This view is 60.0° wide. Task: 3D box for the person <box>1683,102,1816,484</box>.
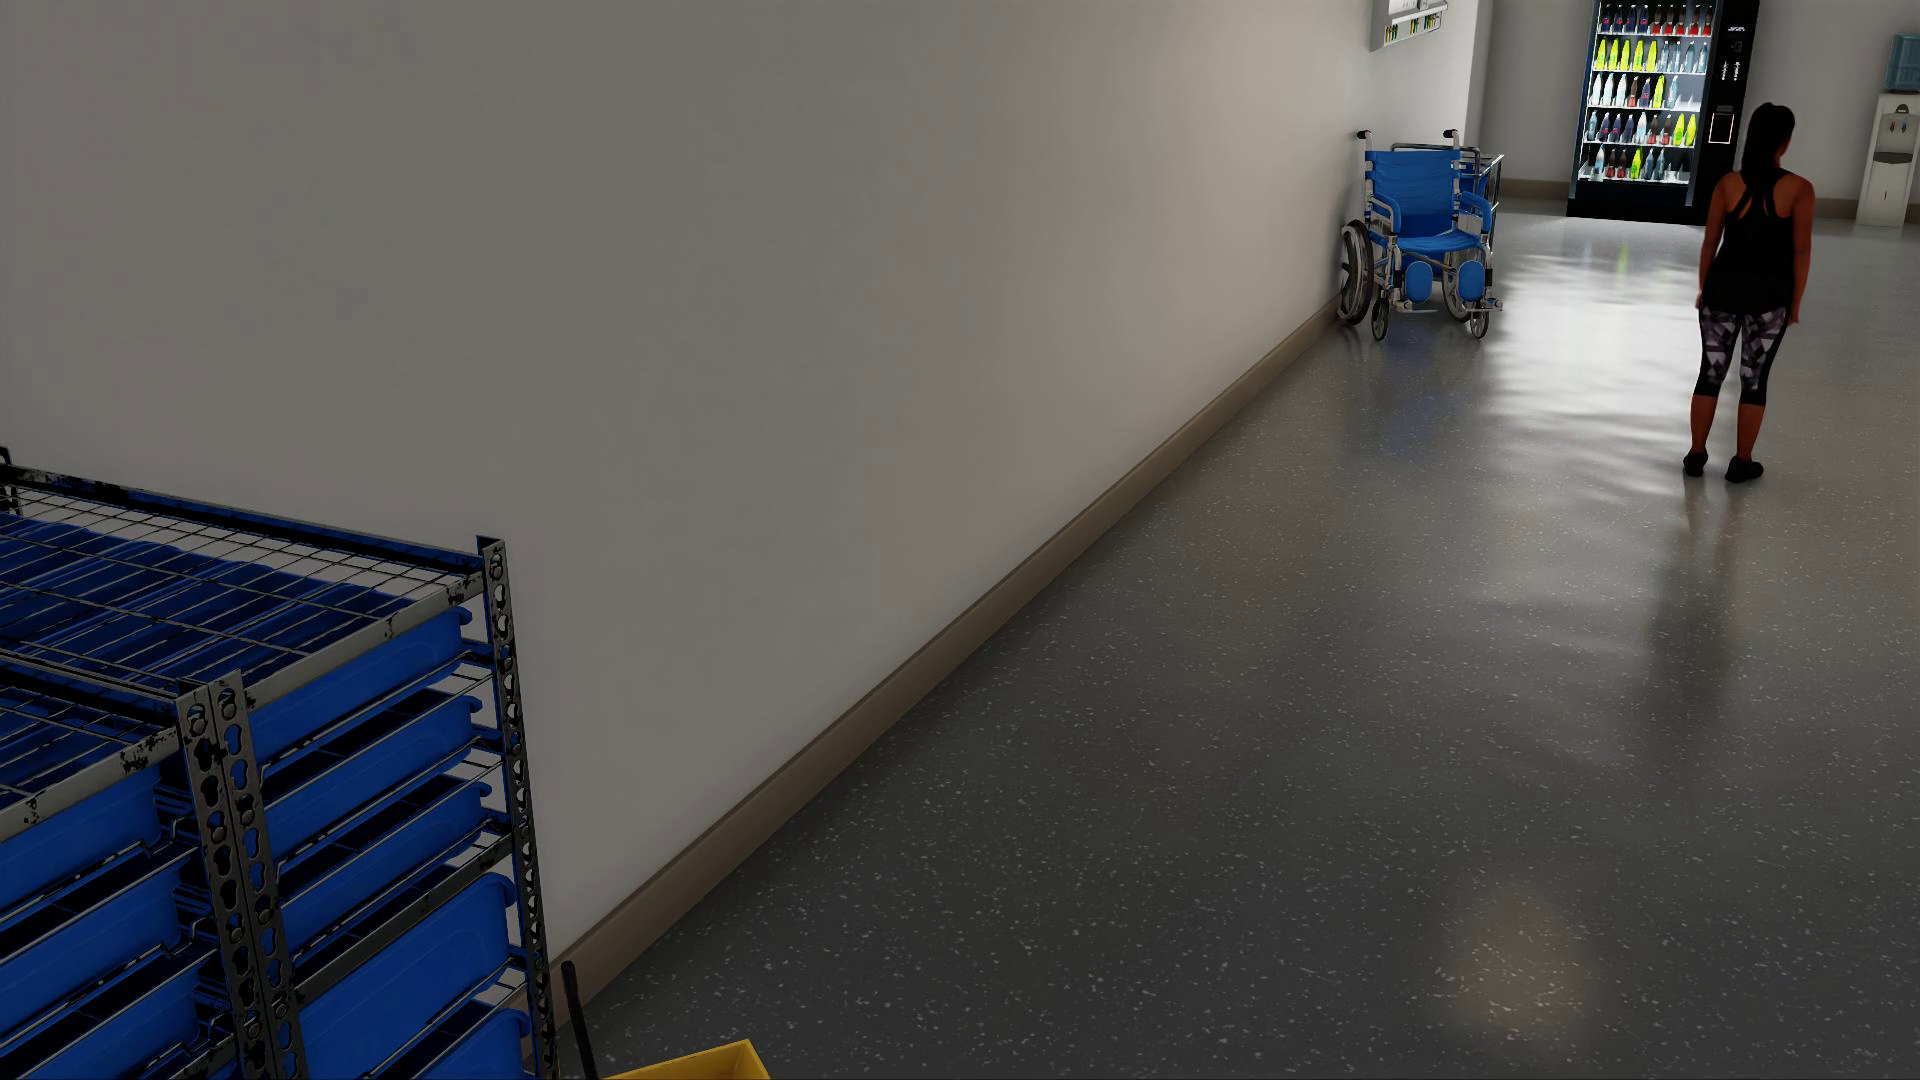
[{"bbox_3d":[3.458,-1.082,7.312,0.494,1.662,0.678,14,25,32],"label":"person"}]
